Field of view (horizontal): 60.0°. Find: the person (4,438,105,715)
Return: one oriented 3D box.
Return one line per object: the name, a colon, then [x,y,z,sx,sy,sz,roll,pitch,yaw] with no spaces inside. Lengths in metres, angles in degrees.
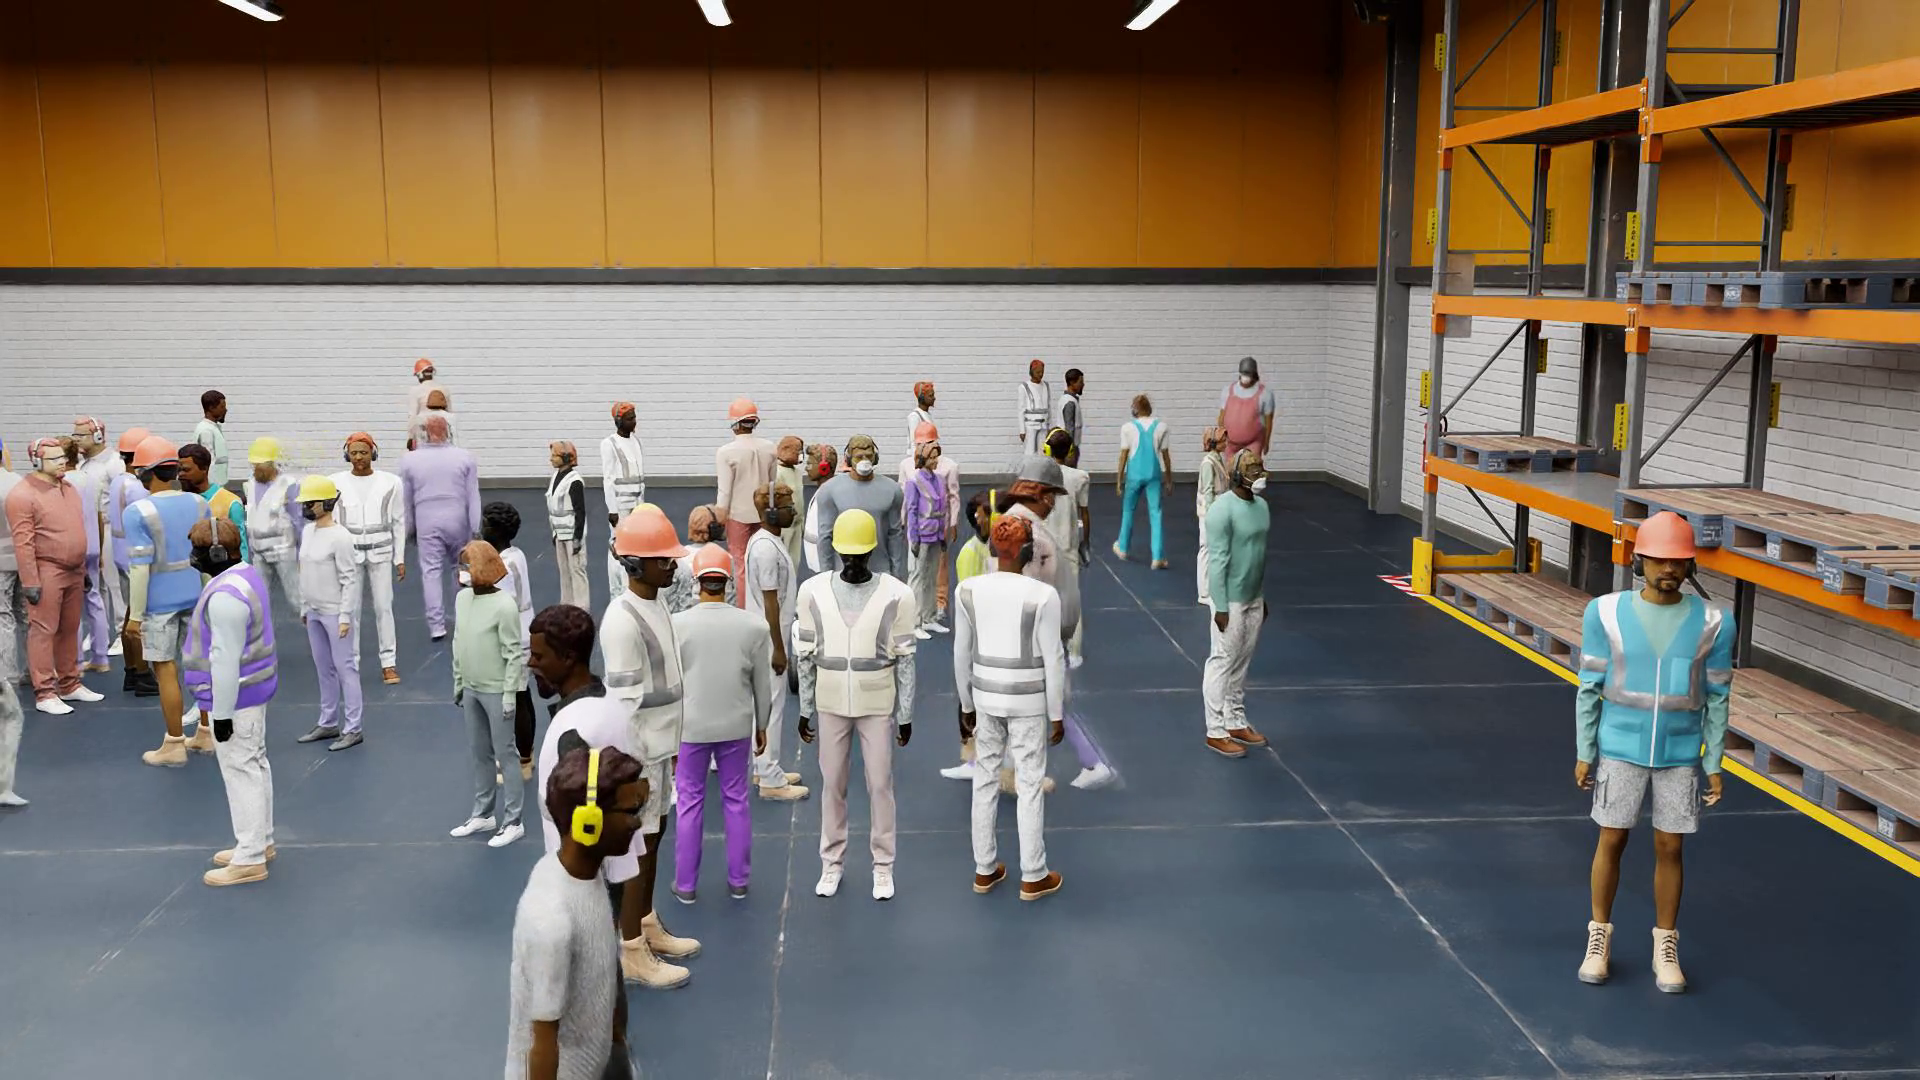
person: [-6.277,0.240,11.571,0.409,1.909,0.639,1,9,6]

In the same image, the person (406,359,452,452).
person: [-6.712,-1.289,21.008,0.601,1.965,0.838,6,11,32]

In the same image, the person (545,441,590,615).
person: [-3.311,-0.025,14.065,0.315,1.641,0.515,-7,11,-36]

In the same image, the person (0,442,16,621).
person: [-8.422,-0.233,14.473,0.363,1.928,0.587,-5,10,-29]

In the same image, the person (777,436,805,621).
person: [-1.505,-0.108,14.646,0.277,1.628,0.505,4,10,23]

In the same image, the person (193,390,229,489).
person: [-7.312,-0.508,16.273,0.392,1.910,0.590,-3,10,-20]

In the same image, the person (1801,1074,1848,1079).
person: [1.396,1.735,2.839,0.465,1.685,0.535,-4,10,-24]

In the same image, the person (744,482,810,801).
person: [-1.074,0.579,9.632,0.346,1.846,0.505,-2,9,-12]

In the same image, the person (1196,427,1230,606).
person: [2.324,-0.220,15.293,0.308,1.641,0.515,3,9,16]

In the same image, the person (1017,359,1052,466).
person: [1.036,-1.541,22.854,0.586,1.879,0.357,-8,12,-40]

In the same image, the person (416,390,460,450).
person: [-6.392,-1.026,20.384,0.544,1.631,0.309,-1,9,-3]

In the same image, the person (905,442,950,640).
person: [-0.282,-0.001,13.920,0.307,1.641,0.512,5,10,29]

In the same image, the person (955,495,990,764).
person: [0.144,0.545,10.312,0.319,1.697,0.533,3,9,18]

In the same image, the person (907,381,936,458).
person: [-0.393,-0.770,17.991,0.356,1.883,0.572,2,9,12]

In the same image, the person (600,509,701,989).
person: [-1.318,0.879,7.129,0.373,2.043,0.614,0,9,1]

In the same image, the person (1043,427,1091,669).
person: [0.754,0.065,12.768,0.509,1.877,0.328,-1,9,-4]

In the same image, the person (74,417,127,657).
person: [-6.877,-0.029,13.259,0.647,1.908,0.409,4,10,23]

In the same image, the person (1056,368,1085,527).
person: [1.318,-1.106,20.019,0.393,1.914,0.581,0,9,2]

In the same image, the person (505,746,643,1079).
person: [-0.960,1.431,4.258,0.392,1.856,0.587,-1,9,-7]

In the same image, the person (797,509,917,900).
person: [-0.503,0.794,8.064,0.586,1.918,0.395,1,9,7]

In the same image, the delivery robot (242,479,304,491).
delivery robot: [-8.667,-0.638,21.023,0.707,0.478,0.477,-6,11,-31]

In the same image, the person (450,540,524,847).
person: [-2.526,0.808,8.858,0.500,1.633,0.280,7,11,36]

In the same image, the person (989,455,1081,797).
person: [0.424,0.491,9.576,0.542,2.000,0.690,-1,9,-4]

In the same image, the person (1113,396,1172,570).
person: [1.906,-0.615,17.383,0.616,1.753,0.999,-1,9,-7]

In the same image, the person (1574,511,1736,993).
person: [2.921,0.892,7.038,0.610,2.048,0.366,3,9,18]

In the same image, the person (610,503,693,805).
person: [-1.763,0.653,9.488,0.483,1.745,0.299,0,9,2]

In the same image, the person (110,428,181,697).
person: [-5.896,0.156,12.009,0.376,1.932,0.551,-8,12,-41]

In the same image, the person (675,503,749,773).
person: [-1.547,0.599,10.168,0.514,1.636,0.315,8,12,40]

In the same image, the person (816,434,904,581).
person: [-0.681,0.231,11.531,0.631,1.940,0.372,-3,10,-20]

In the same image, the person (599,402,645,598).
person: [-3.033,-0.313,15.120,0.356,1.883,0.574,3,10,18]

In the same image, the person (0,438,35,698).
person: [-6.878,0.168,11.928,0.416,1.940,0.609,1,9,5]

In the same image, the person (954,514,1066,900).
person: [0.250,0.808,8.083,0.572,1.883,0.356,5,10,27]

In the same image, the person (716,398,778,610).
person: [-1.804,-0.201,14.063,0.612,1.995,0.376,-9,13,-44]

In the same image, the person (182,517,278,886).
person: [-3.648,0.793,8.334,0.429,1.837,0.626,-2,9,-15]

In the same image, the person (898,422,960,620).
person: [-0.288,-0.165,14.590,0.572,1.749,0.341,2,9,14]

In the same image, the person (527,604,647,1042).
person: [-1.302,1.159,5.804,0.399,1.910,0.603,-1,9,-4]

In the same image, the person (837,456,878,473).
person: [-0.747,0.192,12.353,0.326,1.752,0.563,-1,9,-4]

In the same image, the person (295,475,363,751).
person: [-4.053,0.459,10.636,0.522,1.769,0.311,7,11,36]

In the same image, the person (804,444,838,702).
person: [-0.925,0.236,11.786,0.376,1.844,0.571,-2,9,-11]

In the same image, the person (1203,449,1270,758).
person: [1.771,0.386,10.555,0.375,1.940,0.627,7,12,38]

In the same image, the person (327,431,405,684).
person: [-4.384,0.142,12.268,0.576,1.882,0.355,-3,10,-20]

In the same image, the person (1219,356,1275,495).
person: [3.596,-1.319,20.943,0.697,2.000,0.681,5,10,27]

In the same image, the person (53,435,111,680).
person: [-6.635,0.133,12.475,0.351,1.838,0.511,3,10,18]

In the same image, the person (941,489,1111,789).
person: [0.411,0.594,9.751,1.026,1.795,0.532,3,9,16]

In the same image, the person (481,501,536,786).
person: [-2.685,0.611,9.897,0.322,1.697,0.535,-1,9,-5]

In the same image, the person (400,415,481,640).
person: [-4.374,-0.130,14.077,0.649,1.845,1.023,-2,9,-12]

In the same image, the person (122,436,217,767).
person: [-4.901,0.378,10.276,0.387,2.041,0.615,4,10,22]

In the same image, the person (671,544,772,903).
person: [-1.196,0.884,8.060,0.574,1.737,0.354,-3,10,-20]

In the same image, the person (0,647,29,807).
person: [-5.505,0.743,9.275,0.530,1.616,0.479,2,9,15]

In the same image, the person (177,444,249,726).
person: [-5.025,0.304,11.135,0.597,1.916,0.370,3,9,17]
